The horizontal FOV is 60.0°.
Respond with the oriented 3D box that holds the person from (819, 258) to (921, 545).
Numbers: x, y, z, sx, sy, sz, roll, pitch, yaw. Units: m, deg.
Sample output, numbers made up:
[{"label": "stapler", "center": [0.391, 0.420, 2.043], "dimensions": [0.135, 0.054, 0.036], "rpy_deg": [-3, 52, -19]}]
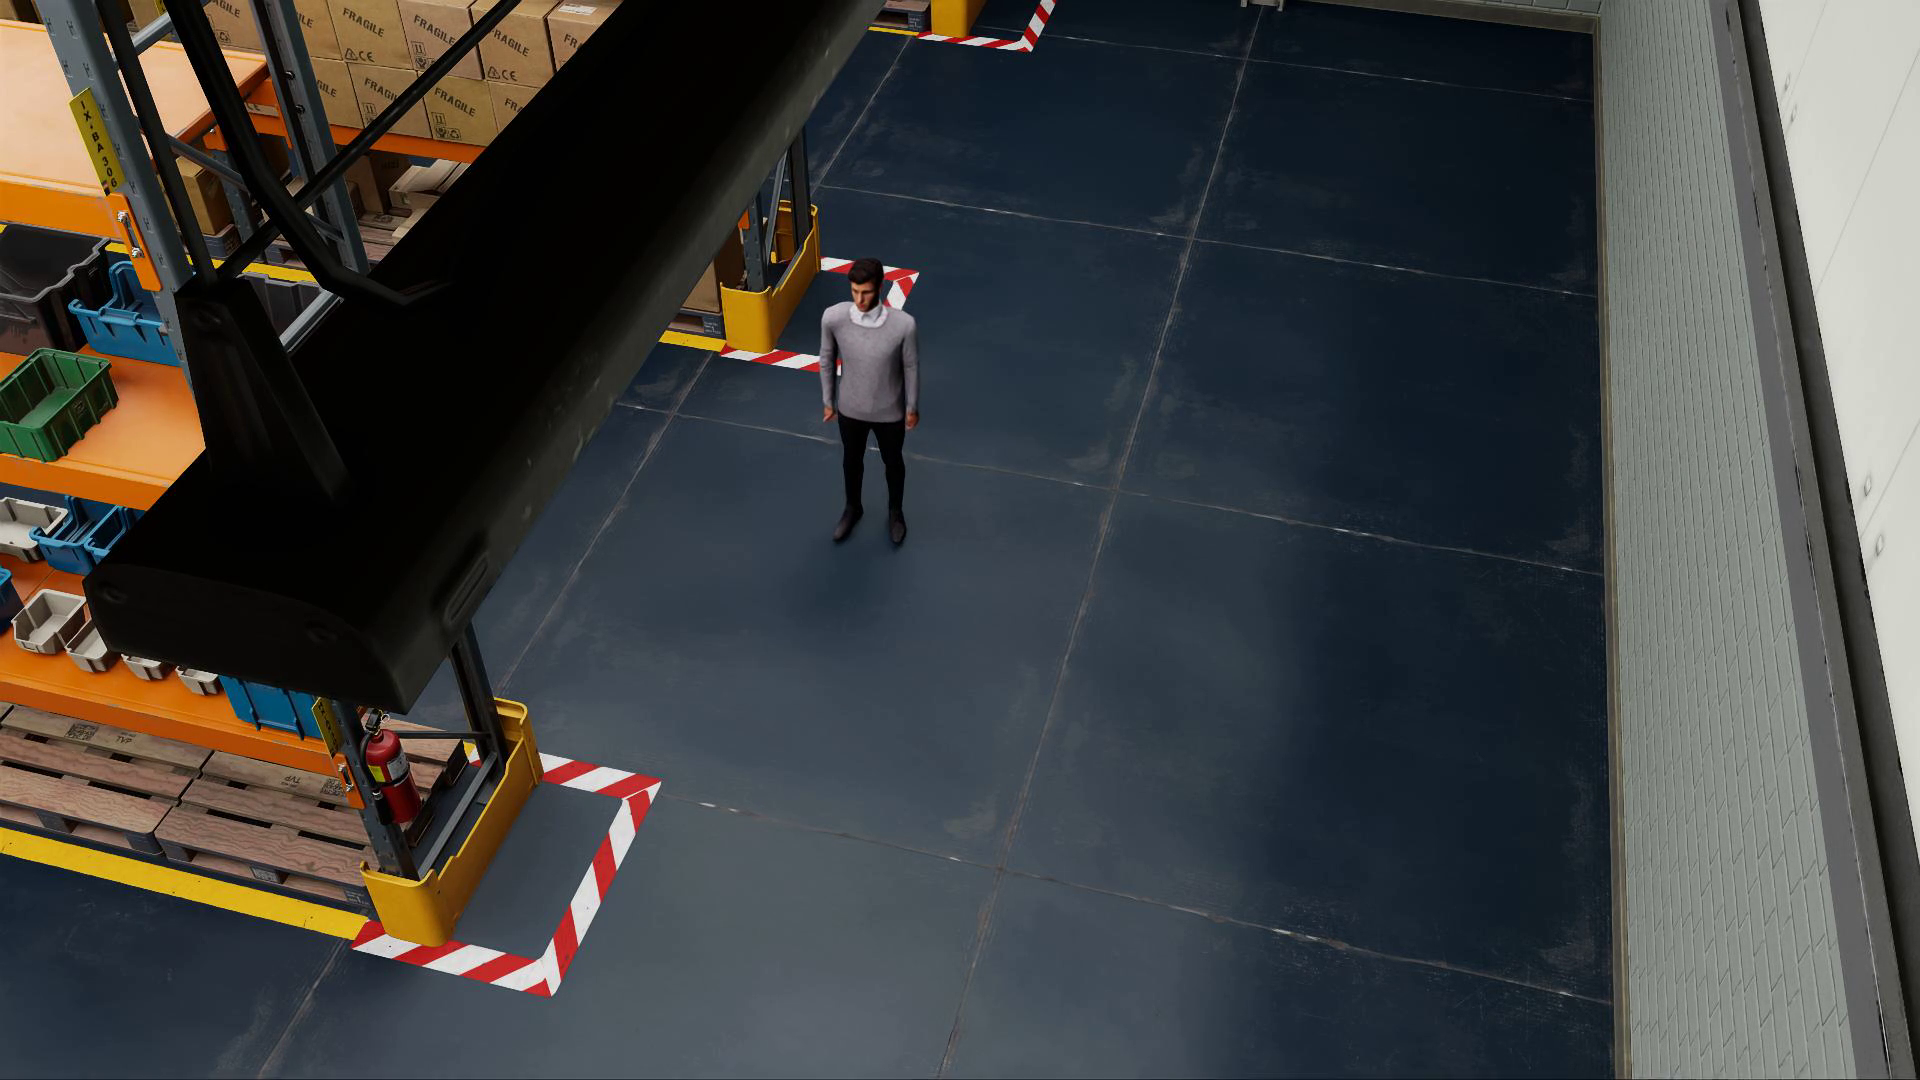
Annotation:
[{"label": "person", "center": [-0.508, -0.811, 9.641], "dimensions": [0.582, 1.922, 0.812], "rpy_deg": [6, 43, 6]}]
